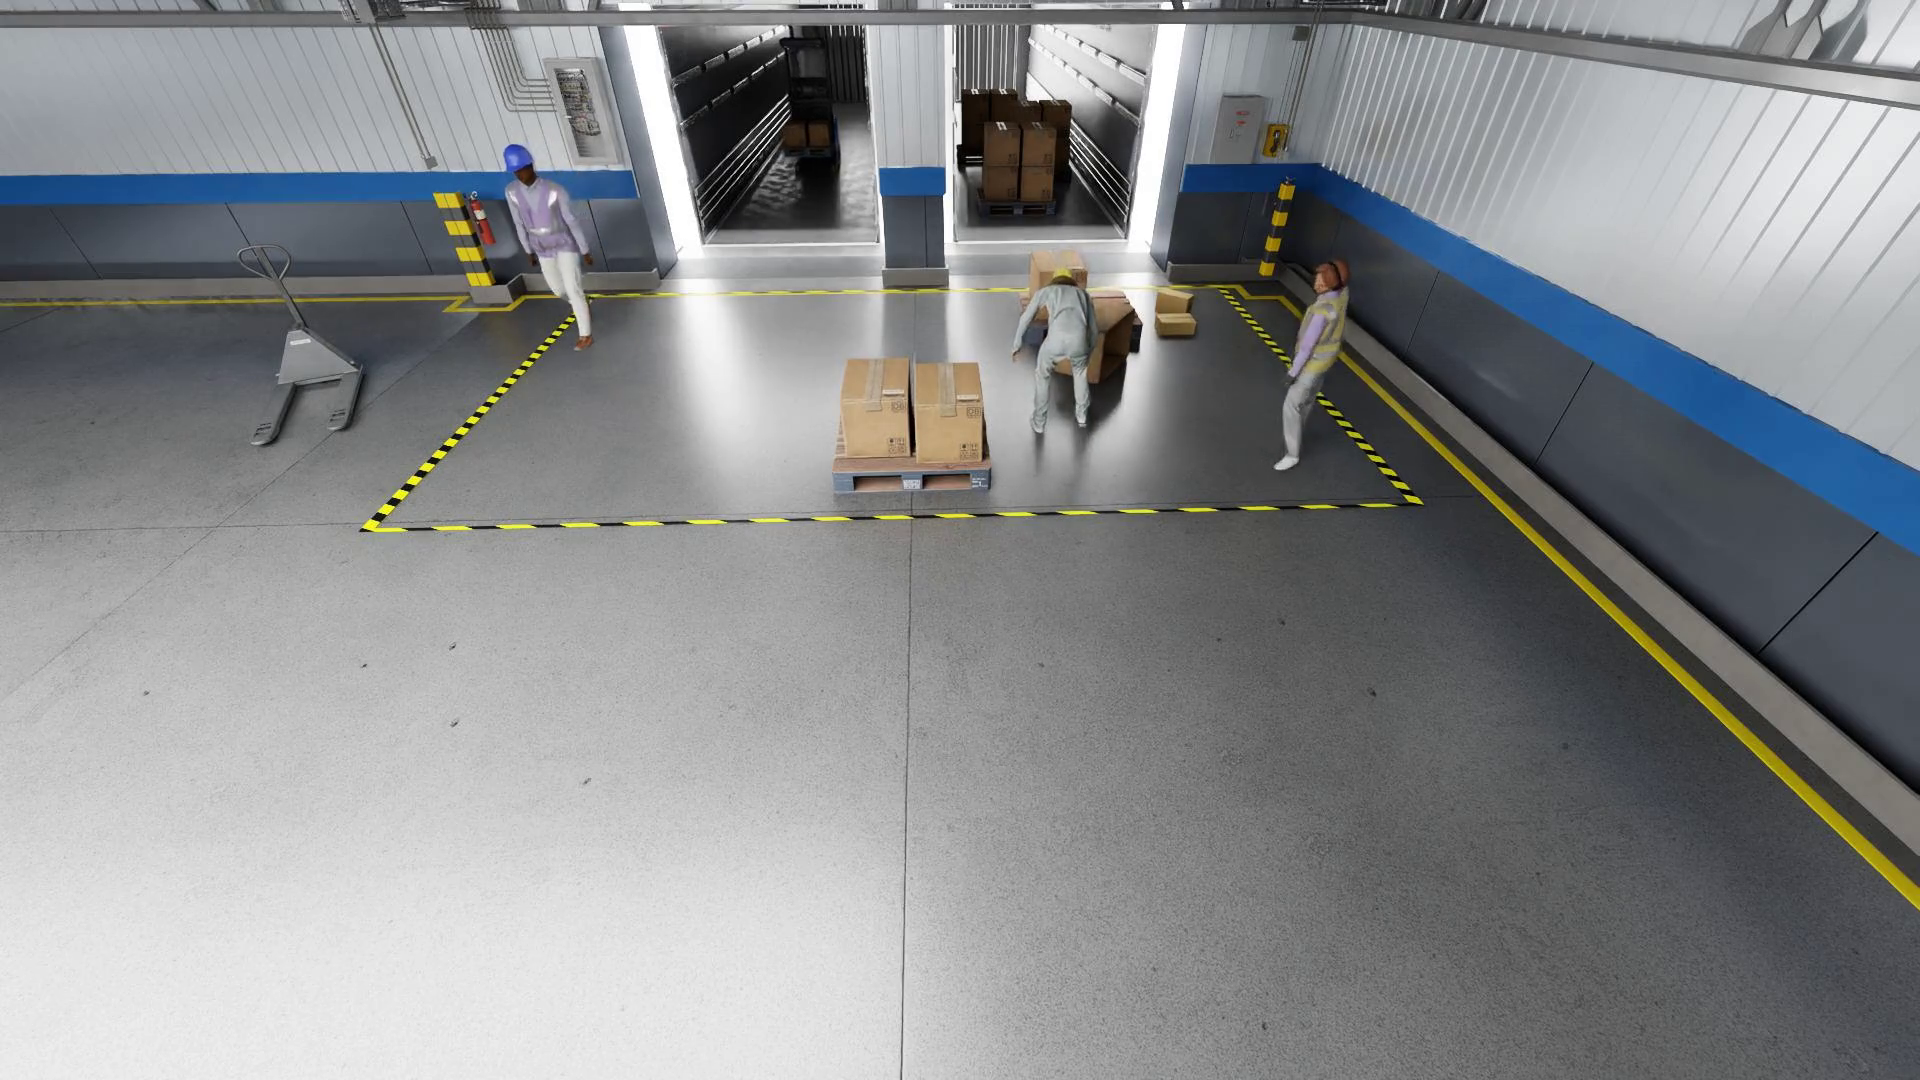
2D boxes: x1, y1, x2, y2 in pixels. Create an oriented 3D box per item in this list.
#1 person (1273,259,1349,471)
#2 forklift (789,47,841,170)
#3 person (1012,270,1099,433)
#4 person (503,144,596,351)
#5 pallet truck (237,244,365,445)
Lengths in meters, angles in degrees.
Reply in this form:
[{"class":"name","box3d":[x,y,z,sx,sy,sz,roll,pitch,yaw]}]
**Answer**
[{"class":"person","box3d":[2.647,-1.315,5.543,0.328,1.610,0.608,27,46,30]},{"class":"forklift","box3d":[-2.793,-8.388,14.108,0.716,2.013,0.776,-1,38,-2]},{"class":"person","box3d":[0.785,-1.575,6.204,0.710,1.198,0.831,-3,39,-3]},{"class":"person","box3d":[-4.033,-2.947,7.365,0.649,1.904,0.860,0,38,0]},{"class":"pallet truck","box3d":[-5.915,-1.733,6.366,0.680,1.201,1.601,-18,42,-21]}]
